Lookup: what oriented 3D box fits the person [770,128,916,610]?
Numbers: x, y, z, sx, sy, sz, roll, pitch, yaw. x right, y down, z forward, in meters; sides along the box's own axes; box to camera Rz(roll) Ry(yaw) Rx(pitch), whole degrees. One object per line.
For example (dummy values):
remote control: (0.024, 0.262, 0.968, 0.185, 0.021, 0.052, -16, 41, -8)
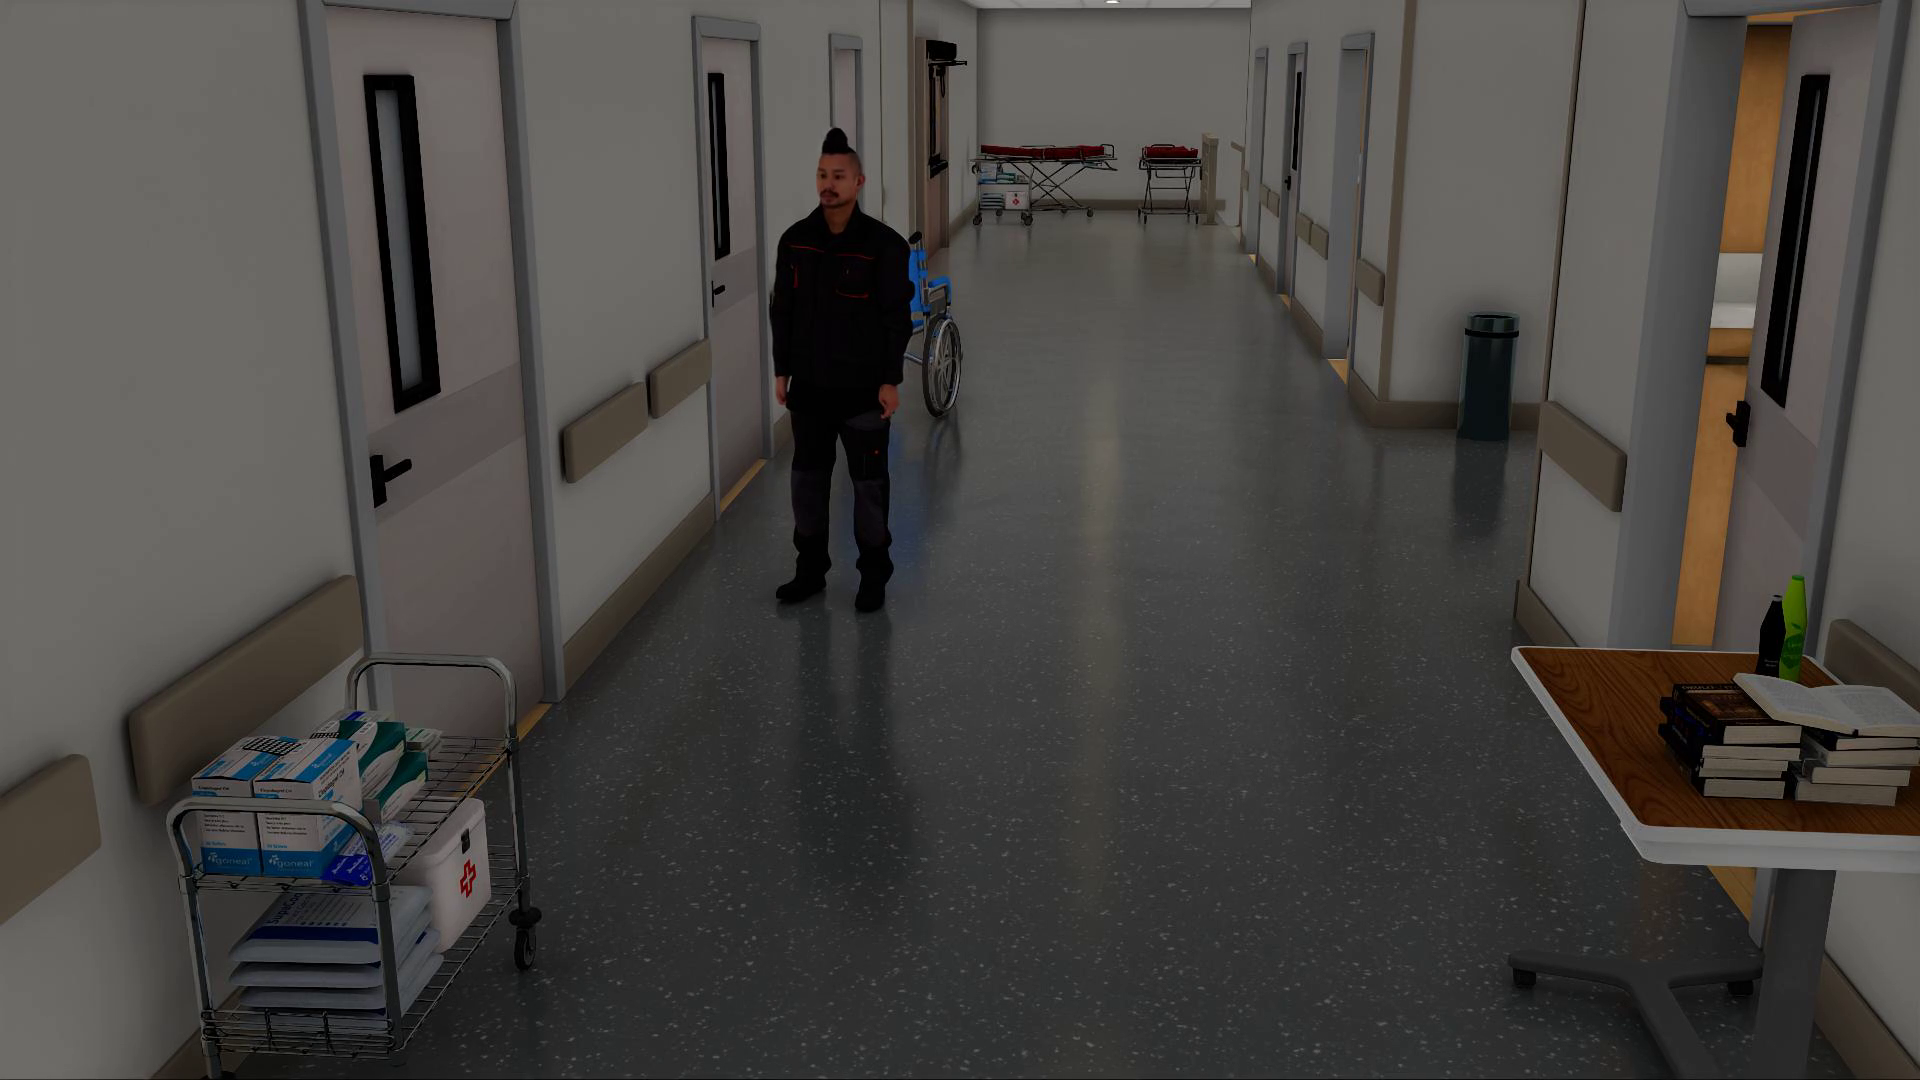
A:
person: (-0.477, -0.670, 6.559, 0.821, 1.867, 0.716, 5, 17, 18)
